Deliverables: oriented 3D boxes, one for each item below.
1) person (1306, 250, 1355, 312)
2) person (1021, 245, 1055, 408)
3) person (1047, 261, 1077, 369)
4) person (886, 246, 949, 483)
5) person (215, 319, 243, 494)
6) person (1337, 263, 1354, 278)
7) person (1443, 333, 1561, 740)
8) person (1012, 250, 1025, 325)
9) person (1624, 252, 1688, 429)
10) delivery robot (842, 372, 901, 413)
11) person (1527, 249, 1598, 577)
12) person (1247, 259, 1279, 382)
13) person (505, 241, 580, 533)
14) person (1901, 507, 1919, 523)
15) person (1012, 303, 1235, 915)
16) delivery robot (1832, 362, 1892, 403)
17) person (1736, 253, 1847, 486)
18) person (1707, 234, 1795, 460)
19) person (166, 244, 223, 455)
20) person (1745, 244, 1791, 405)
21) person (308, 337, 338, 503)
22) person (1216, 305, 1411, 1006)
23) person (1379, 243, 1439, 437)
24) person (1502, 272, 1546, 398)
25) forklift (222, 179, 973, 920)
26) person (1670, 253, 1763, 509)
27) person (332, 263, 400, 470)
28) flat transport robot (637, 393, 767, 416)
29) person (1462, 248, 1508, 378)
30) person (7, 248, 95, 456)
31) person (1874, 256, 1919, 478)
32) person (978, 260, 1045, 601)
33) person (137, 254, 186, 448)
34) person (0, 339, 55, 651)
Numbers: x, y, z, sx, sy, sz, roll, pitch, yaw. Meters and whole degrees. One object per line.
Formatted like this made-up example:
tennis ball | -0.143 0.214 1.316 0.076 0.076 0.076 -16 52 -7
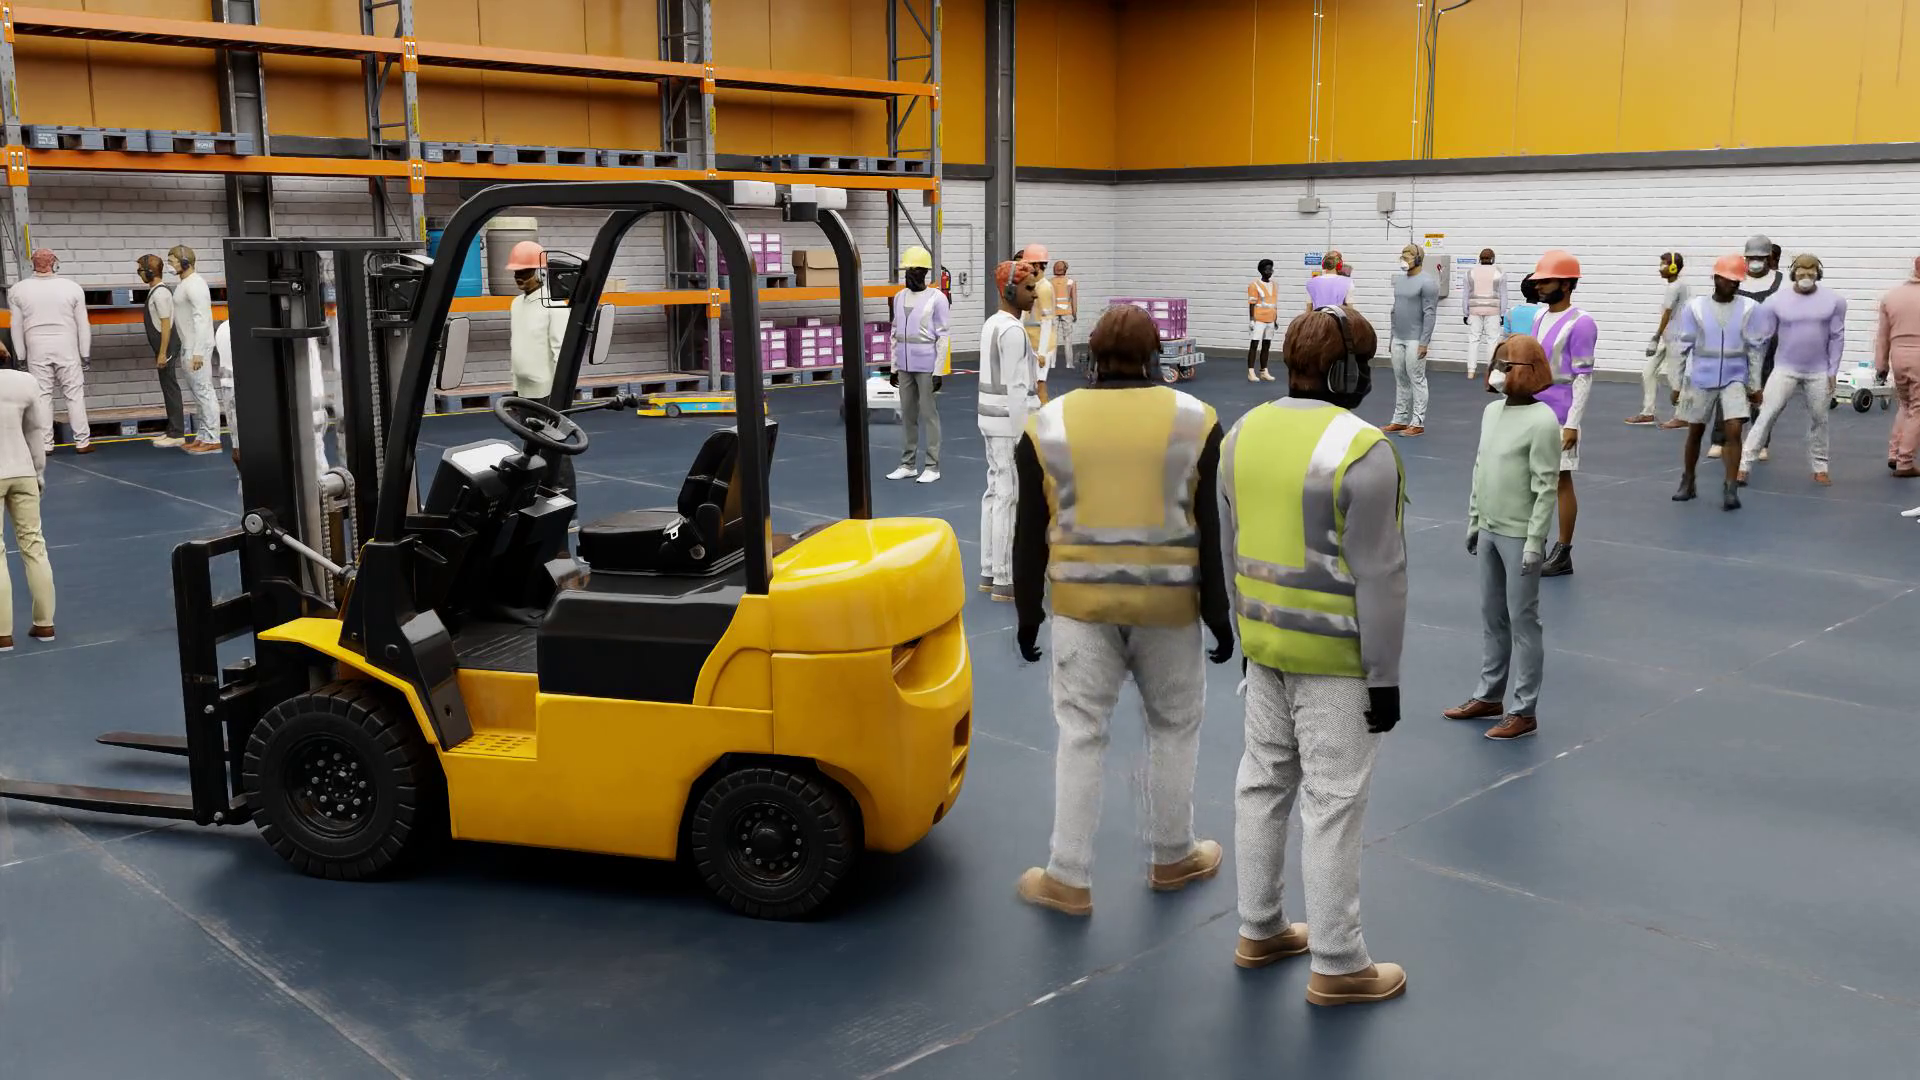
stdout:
person | 4.208 -2.363 18.960 0.562 1.847 0.390 5 12 26
person | 0.781 -1.869 16.104 0.526 1.943 0.564 -1 10 -6
person | 1.521 -3.398 25.175 0.514 1.637 0.314 2 11 13
person | -0.349 -1.434 13.666 0.587 1.930 0.355 9 13 39
person | -3.698 -0.581 8.981 0.350 1.942 0.542 6 12 29
person | 5.542 -3.301 24.715 0.327 1.611 0.644 -7 12 -33
person | 2.216 -0.017 6.739 0.281 1.636 0.500 -3 11 -15
person | 0.665 -2.097 17.452 0.535 1.868 0.309 1 10 5
person | 7.338 -2.081 17.444 0.752 1.843 0.519 4 11 20
delivery robot | -0.904 -1.569 17.898 0.707 0.478 0.477 1 10 3
person | 3.515 -0.750 9.912 0.361 1.939 0.543 -3 11 -14
person | 4.207 -3.039 23.053 0.538 1.695 0.320 -7 12 -32
person | -2.856 -1.014 11.249 0.615 1.985 0.406 10 14 44
person | 6.912 -0.979 11.697 0.301 1.743 0.484 2 11 13
person | 0.493 0.209 5.026 0.673 1.818 0.512 2 11 10
delivery robot | 10.453 -1.823 19.281 0.707 0.478 0.477 -5 11 -25
person | 6.699 -1.361 13.399 0.743 1.905 0.534 3 11 17
person | 7.124 -1.734 15.000 0.688 2.000 0.536 6 12 28
person | -7.101 -1.762 15.432 0.354 1.936 0.635 -6 12 -31
person | 9.516 -2.530 19.671 0.591 1.918 0.383 9 14 41
person | -3.462 -0.492 8.720 0.386 1.863 0.642 1 10 4
person | 0.956 0.304 4.433 0.429 1.844 0.623 -6 12 -30
person | 4.540 -2.010 16.782 0.372 1.940 0.630 -4 11 -22
person | 5.055 -1.521 14.778 0.316 1.696 0.541 -6 12 -31
forklift | -1.114 -0.058 5.440 2.313 2.155 1.214 2 11 13
person | 5.644 -1.177 12.378 0.645 1.886 0.859 4 11 19
person | -3.660 -0.755 9.975 0.638 1.932 0.799 9 14 41
flat transport robot | -2.915 -1.545 18.799 1.431 0.197 0.652 -2 11 -8
person | 7.419 -3.193 23.514 0.623 1.839 0.429 5 12 27
person | -8.354 -1.725 15.320 0.642 1.908 0.399 -4 11 -22
person | 8.081 -1.460 13.922 0.582 1.888 0.649 -5 12 -25
person | 0.274 -0.603 9.261 0.338 1.881 0.583 -2 11 -12
person | -7.650 -1.807 15.945 0.349 1.842 0.505 -5 11 -24
person | -4.713 -0.272 8.139 0.278 1.633 0.497 6 12 29
